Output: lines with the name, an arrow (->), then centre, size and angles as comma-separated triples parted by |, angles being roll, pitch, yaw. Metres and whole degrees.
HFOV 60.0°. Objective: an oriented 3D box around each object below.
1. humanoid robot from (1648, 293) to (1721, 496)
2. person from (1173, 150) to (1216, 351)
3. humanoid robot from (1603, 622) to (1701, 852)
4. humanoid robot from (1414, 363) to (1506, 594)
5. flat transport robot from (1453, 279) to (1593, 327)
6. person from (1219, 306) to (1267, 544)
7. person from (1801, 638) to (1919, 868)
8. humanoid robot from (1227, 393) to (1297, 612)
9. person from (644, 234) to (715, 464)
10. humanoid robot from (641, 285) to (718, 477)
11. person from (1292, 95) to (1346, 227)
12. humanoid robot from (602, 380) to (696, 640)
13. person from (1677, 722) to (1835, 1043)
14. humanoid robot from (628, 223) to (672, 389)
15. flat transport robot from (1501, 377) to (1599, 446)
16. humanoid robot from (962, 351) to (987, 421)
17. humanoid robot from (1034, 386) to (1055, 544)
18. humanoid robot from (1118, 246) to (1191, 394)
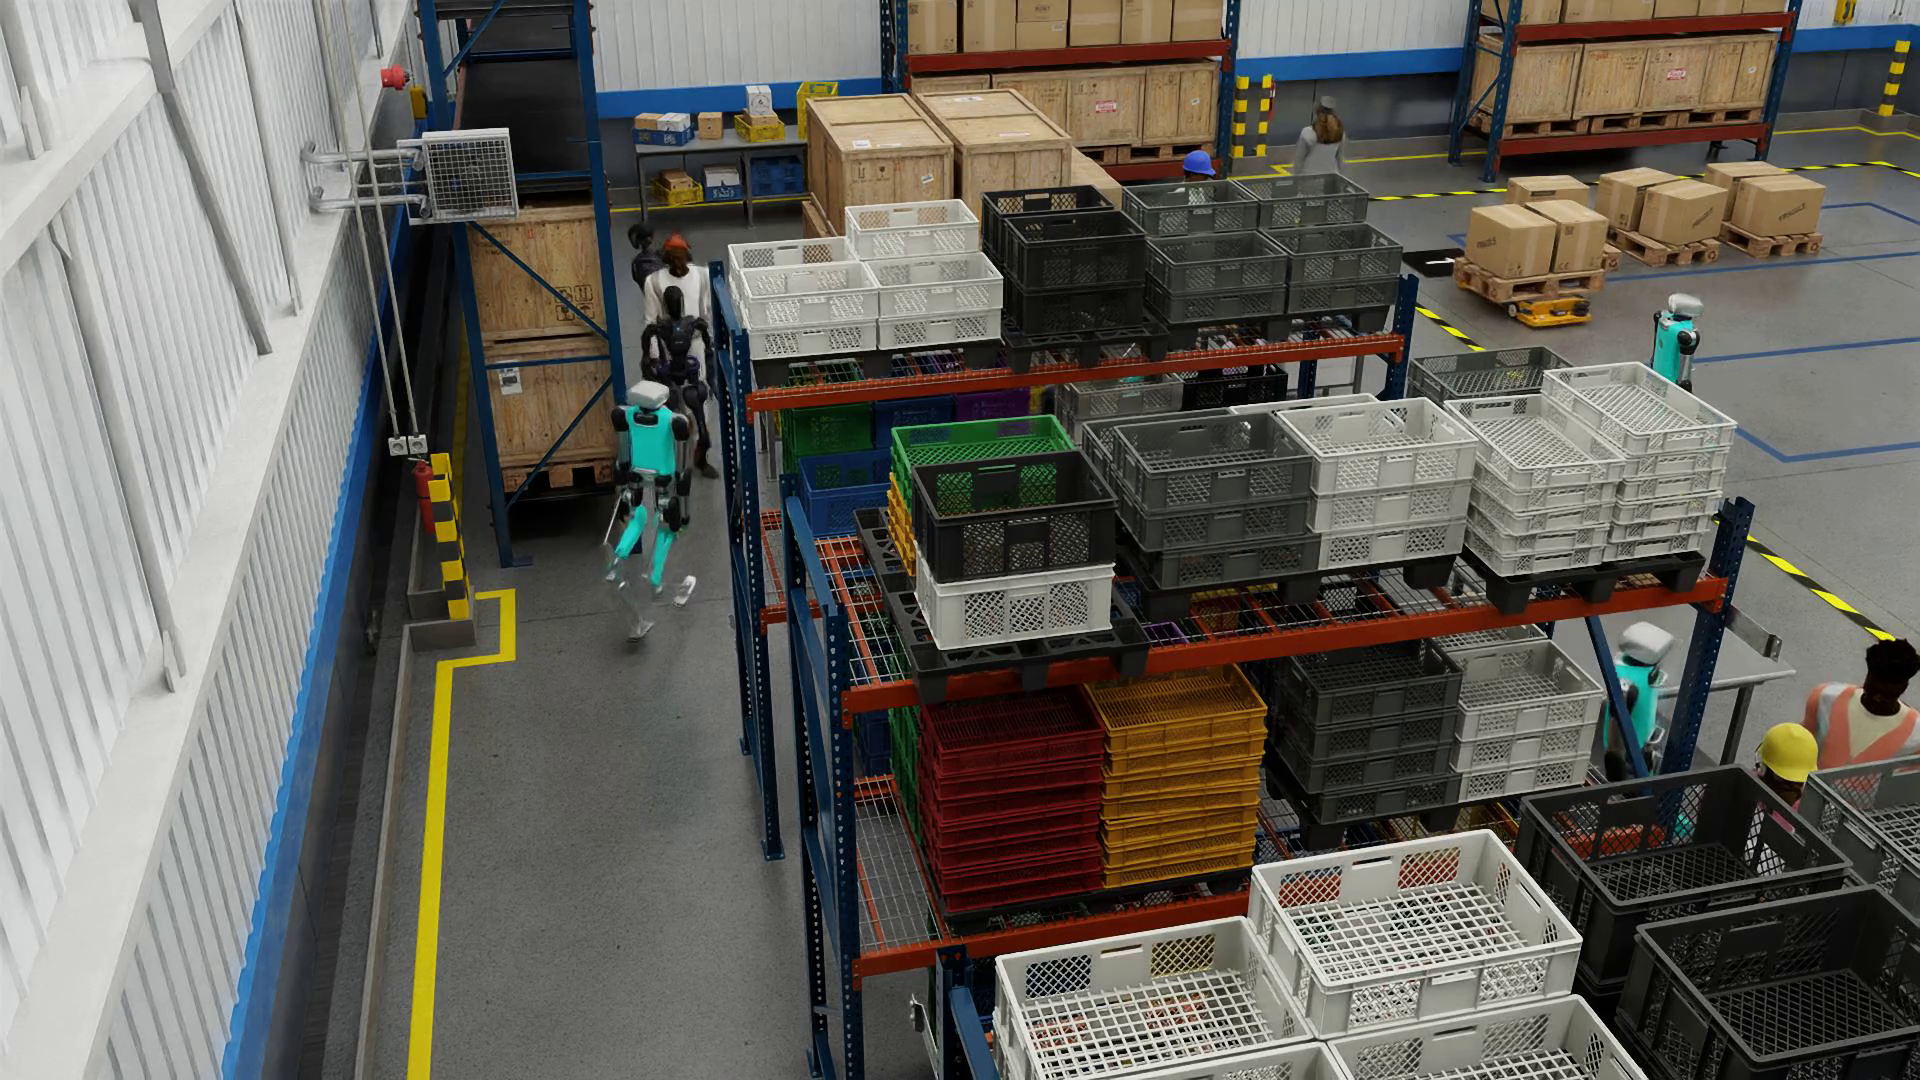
humanoid robot -> 5.390, -1.005, 12.234 | 0.735, 1.677, 0.533 | -2, 28, -3
person -> 2.075, -2.592, 15.180 | 0.407, 1.940, 0.602 | 13, 31, 23
humanoid robot -> 3.373, 1.252, 8.099 | 0.922, 1.764, 0.543 | 18, 33, 30
humanoid robot -> 3.158, -0.481, 11.417 | 0.540, 1.776, 0.973 | -24, 36, -38
flat transport robot -> 5.658, -2.494, 16.749 | 0.652, 0.197, 1.431 | -9, 29, -16
person -> 1.958, -0.771, 11.607 | 0.375, 2.045, 0.605 | 16, 32, 28
person -> 4.120, 1.306, 7.764 | 0.398, 1.956, 0.602 | -23, 36, -37
humanoid robot -> 2.087, -0.207, 10.975 | 0.617, 1.652, 0.601 | -11, 30, -20
person -> -2.236, -1.602, 13.417 | 0.583, 1.826, 1.001 | -5, 28, -10
humanoid robot -> -2.164, -1.201, 12.810 | 0.609, 1.632, 0.397 | -11, 30, -19
person -> 3.844, -3.864, 17.786 | 0.573, 1.749, 0.622 | -12, 30, -22
humanoid robot -> -2.035, -0.122, 10.712 | 0.554, 1.732, 1.018 | 7, 29, 14
person -> 3.480, 1.589, 7.354 | 0.587, 1.833, 0.404 | 0, 28, 1
humanoid robot -> -2.582, -1.901, 14.153 | 0.356, 1.658, 0.616 | -5, 28, -10
flat transport robot -> 4.780, -1.036, 14.013 | 0.659, 0.231, 1.431 | -6, 28, -12
humanoid robot -> -0.056, -0.576, 11.420 | 0.735, 1.677, 0.533 | 23, 35, 36
humanoid robot -> 0.626, -0.231, 10.976 | 0.322, 1.652, 0.590 | 19, 33, 32
humanoid robot -> 1.449, -1.490, 13.155 | 0.735, 1.677, 0.533 | -11, 30, -19
